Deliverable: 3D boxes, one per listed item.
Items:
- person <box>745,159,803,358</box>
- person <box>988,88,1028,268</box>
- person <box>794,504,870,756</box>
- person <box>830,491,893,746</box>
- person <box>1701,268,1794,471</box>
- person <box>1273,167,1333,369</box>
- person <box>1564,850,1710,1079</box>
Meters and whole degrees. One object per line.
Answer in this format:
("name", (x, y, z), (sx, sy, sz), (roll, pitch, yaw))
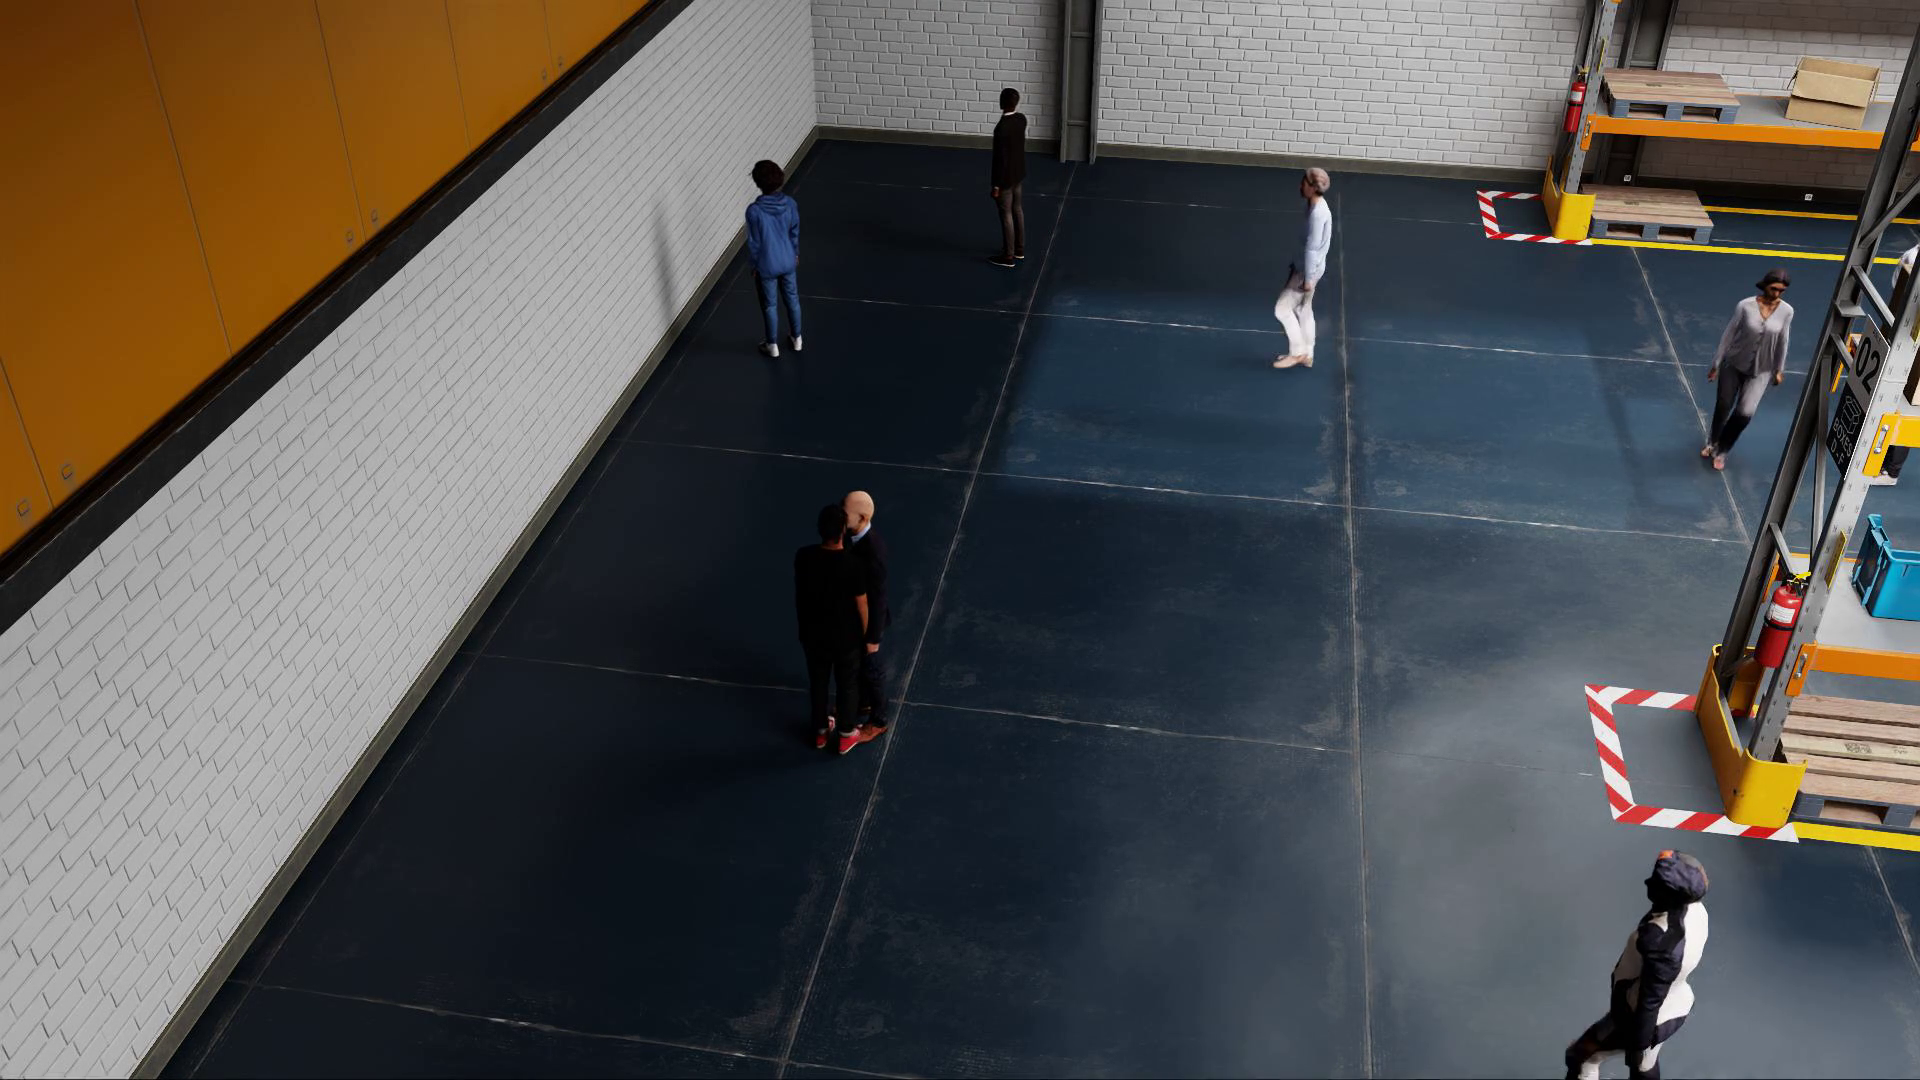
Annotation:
("person", (-1.664, -2.523, 14.910), (0.727, 1.808, 0.811), (-18, 38, -25))
("person", (0.490, -3.615, 16.562), (0.701, 1.799, 0.730), (20, 38, 27))
("person", (-0.809, 0.582, 10.299), (0.535, 1.742, 0.713), (9, 35, 13))
("person", (-0.606, 0.458, 10.434), (0.784, 1.800, 0.775), (-13, 36, -19))
("person", (6.301, -1.408, 13.289), (0.727, 1.747, 0.832), (16, 37, 23))
("person", (3.123, -2.345, 14.579), (0.617, 1.878, 0.666), (5, 34, 8))
("person", (3.259, 2.221, 7.713), (0.943, 1.876, 0.871), (25, 41, 32))
